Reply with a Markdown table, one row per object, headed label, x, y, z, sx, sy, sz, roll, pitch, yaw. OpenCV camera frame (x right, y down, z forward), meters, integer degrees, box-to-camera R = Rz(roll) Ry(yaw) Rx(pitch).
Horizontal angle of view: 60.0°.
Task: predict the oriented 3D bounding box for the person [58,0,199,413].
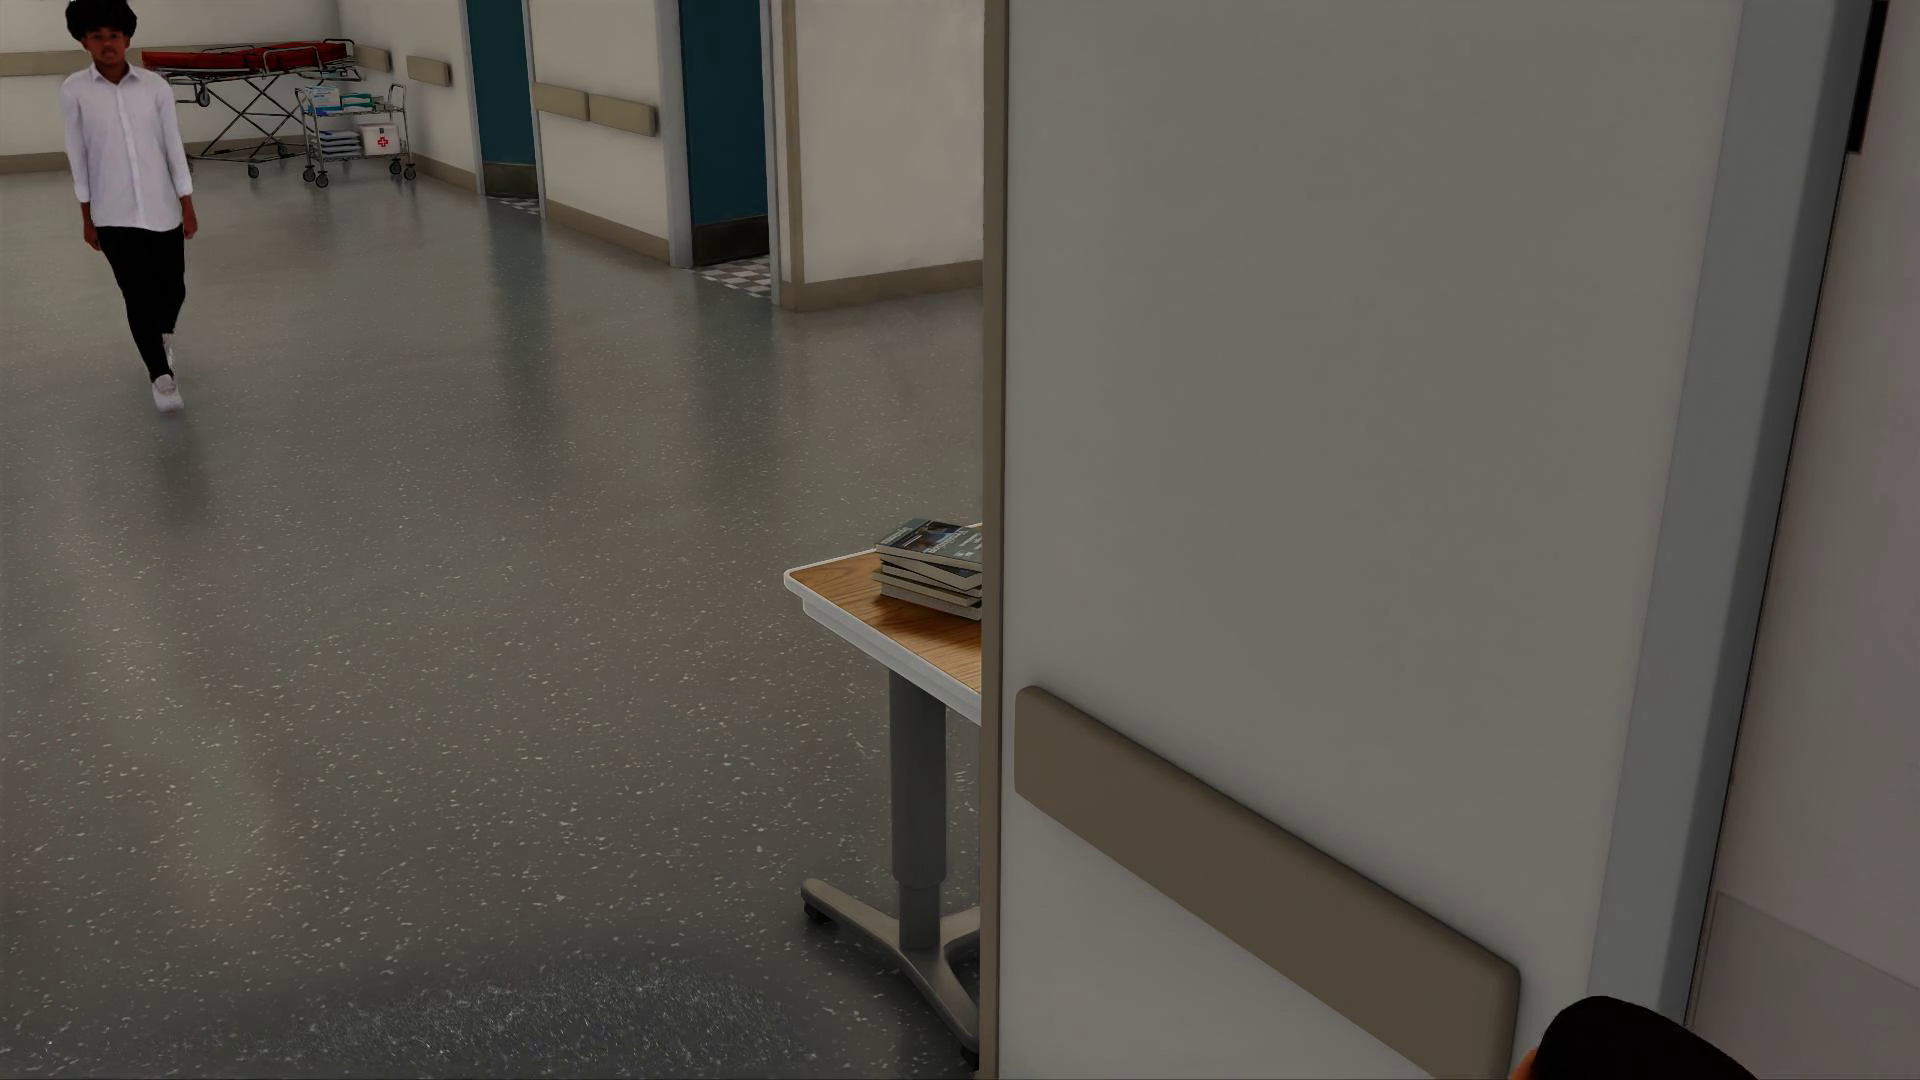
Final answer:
| label | x | y | z | sx | sy | sz | roll | pitch | yaw |
| --- | --- | --- | --- | --- | --- | --- | --- | --- | --- |
| person | -3.692 | -1.500 | 7.429 | 0.654 | 1.791 | 1.015 | -13 | 24 | -30 |
